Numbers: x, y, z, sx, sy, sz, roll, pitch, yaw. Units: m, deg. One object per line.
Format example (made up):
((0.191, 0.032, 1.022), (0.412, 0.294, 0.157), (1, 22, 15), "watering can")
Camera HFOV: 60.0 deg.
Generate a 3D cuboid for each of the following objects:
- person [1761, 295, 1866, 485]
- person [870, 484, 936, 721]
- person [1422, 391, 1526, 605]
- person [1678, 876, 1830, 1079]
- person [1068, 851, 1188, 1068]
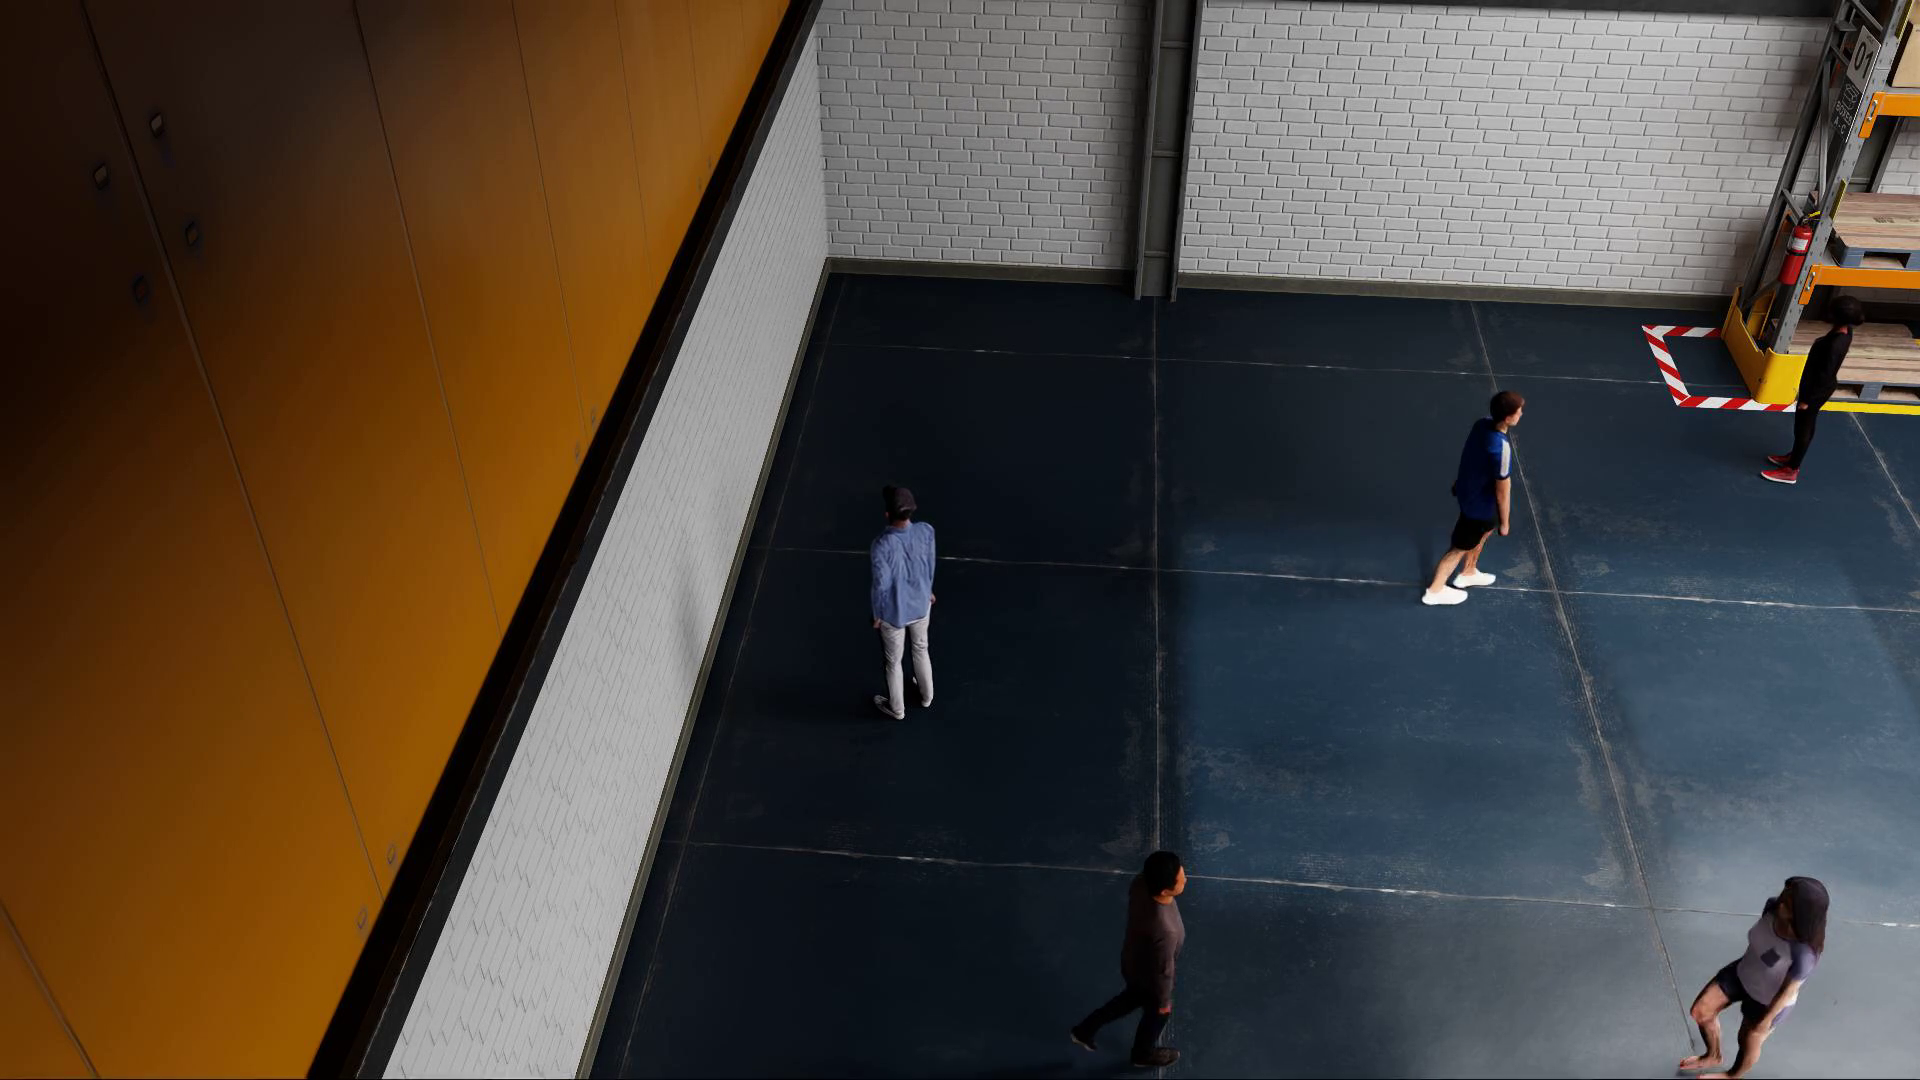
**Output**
((6.778, -1.198, 13.148), (0.681, 1.676, 0.674), (22, 44, 26), "person")
((-0.381, 0.417, 10.957), (0.711, 1.888, 0.797), (-23, 44, -26), "person")
((3.594, -0.280, 11.861), (0.891, 1.848, 0.778), (-3, 39, -4), "person")
((4.266, 2.340, 8.702), (0.671, 1.697, 0.669), (-4, 39, -5), "person")
((0.907, 2.248, 8.773), (0.939, 1.753, 0.788), (-3, 39, -4), "person")
